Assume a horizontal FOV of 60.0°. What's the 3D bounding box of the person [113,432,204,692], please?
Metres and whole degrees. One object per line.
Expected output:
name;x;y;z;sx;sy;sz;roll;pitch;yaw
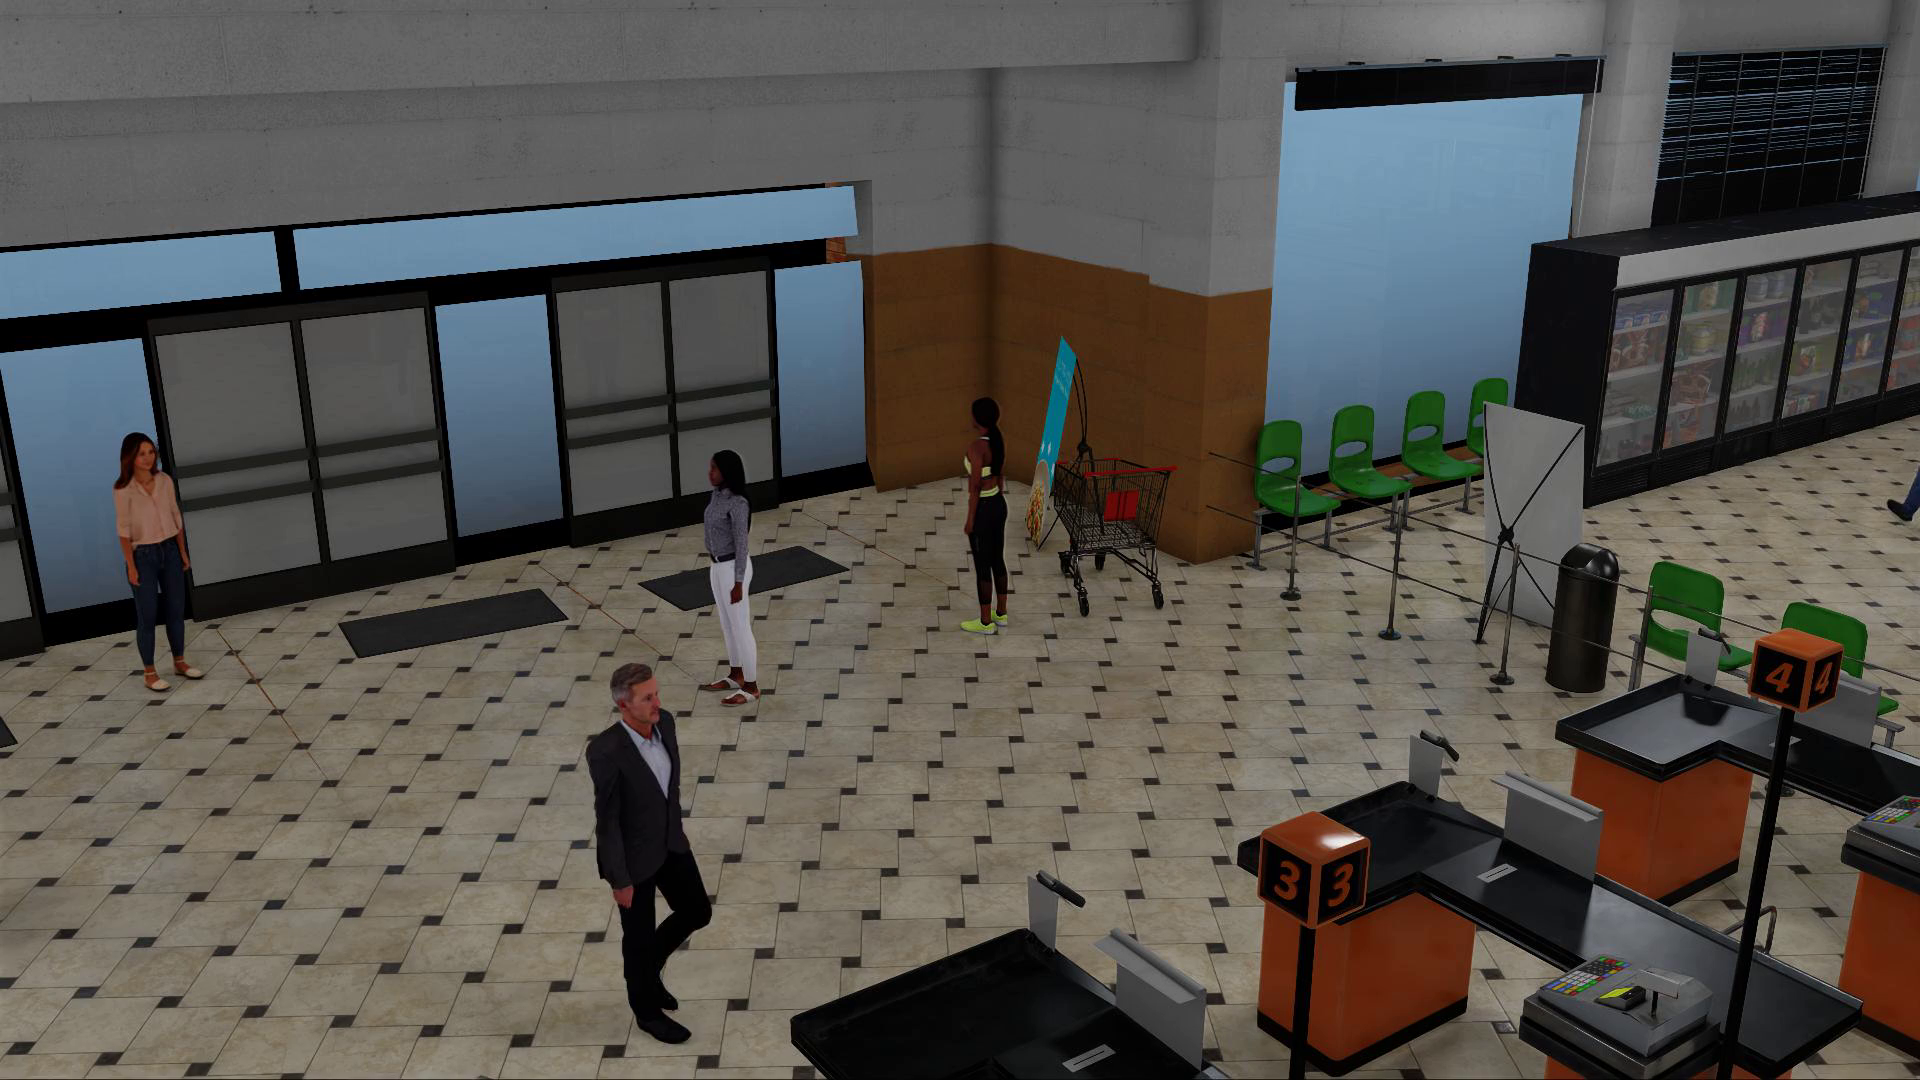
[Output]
person;-5.413;0.133;11.151;0.656;1.787;0.660;12;22;31

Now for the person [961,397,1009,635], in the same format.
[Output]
person;0.201;-0.181;12.134;0.608;1.754;0.629;13;23;34

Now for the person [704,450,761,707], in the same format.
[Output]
person;-1.510;0.234;10.949;0.679;1.724;0.471;-10;21;-27

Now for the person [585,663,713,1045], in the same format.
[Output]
person;-1.457;1.370;7.414;0.859;1.831;0.864;9;21;26
